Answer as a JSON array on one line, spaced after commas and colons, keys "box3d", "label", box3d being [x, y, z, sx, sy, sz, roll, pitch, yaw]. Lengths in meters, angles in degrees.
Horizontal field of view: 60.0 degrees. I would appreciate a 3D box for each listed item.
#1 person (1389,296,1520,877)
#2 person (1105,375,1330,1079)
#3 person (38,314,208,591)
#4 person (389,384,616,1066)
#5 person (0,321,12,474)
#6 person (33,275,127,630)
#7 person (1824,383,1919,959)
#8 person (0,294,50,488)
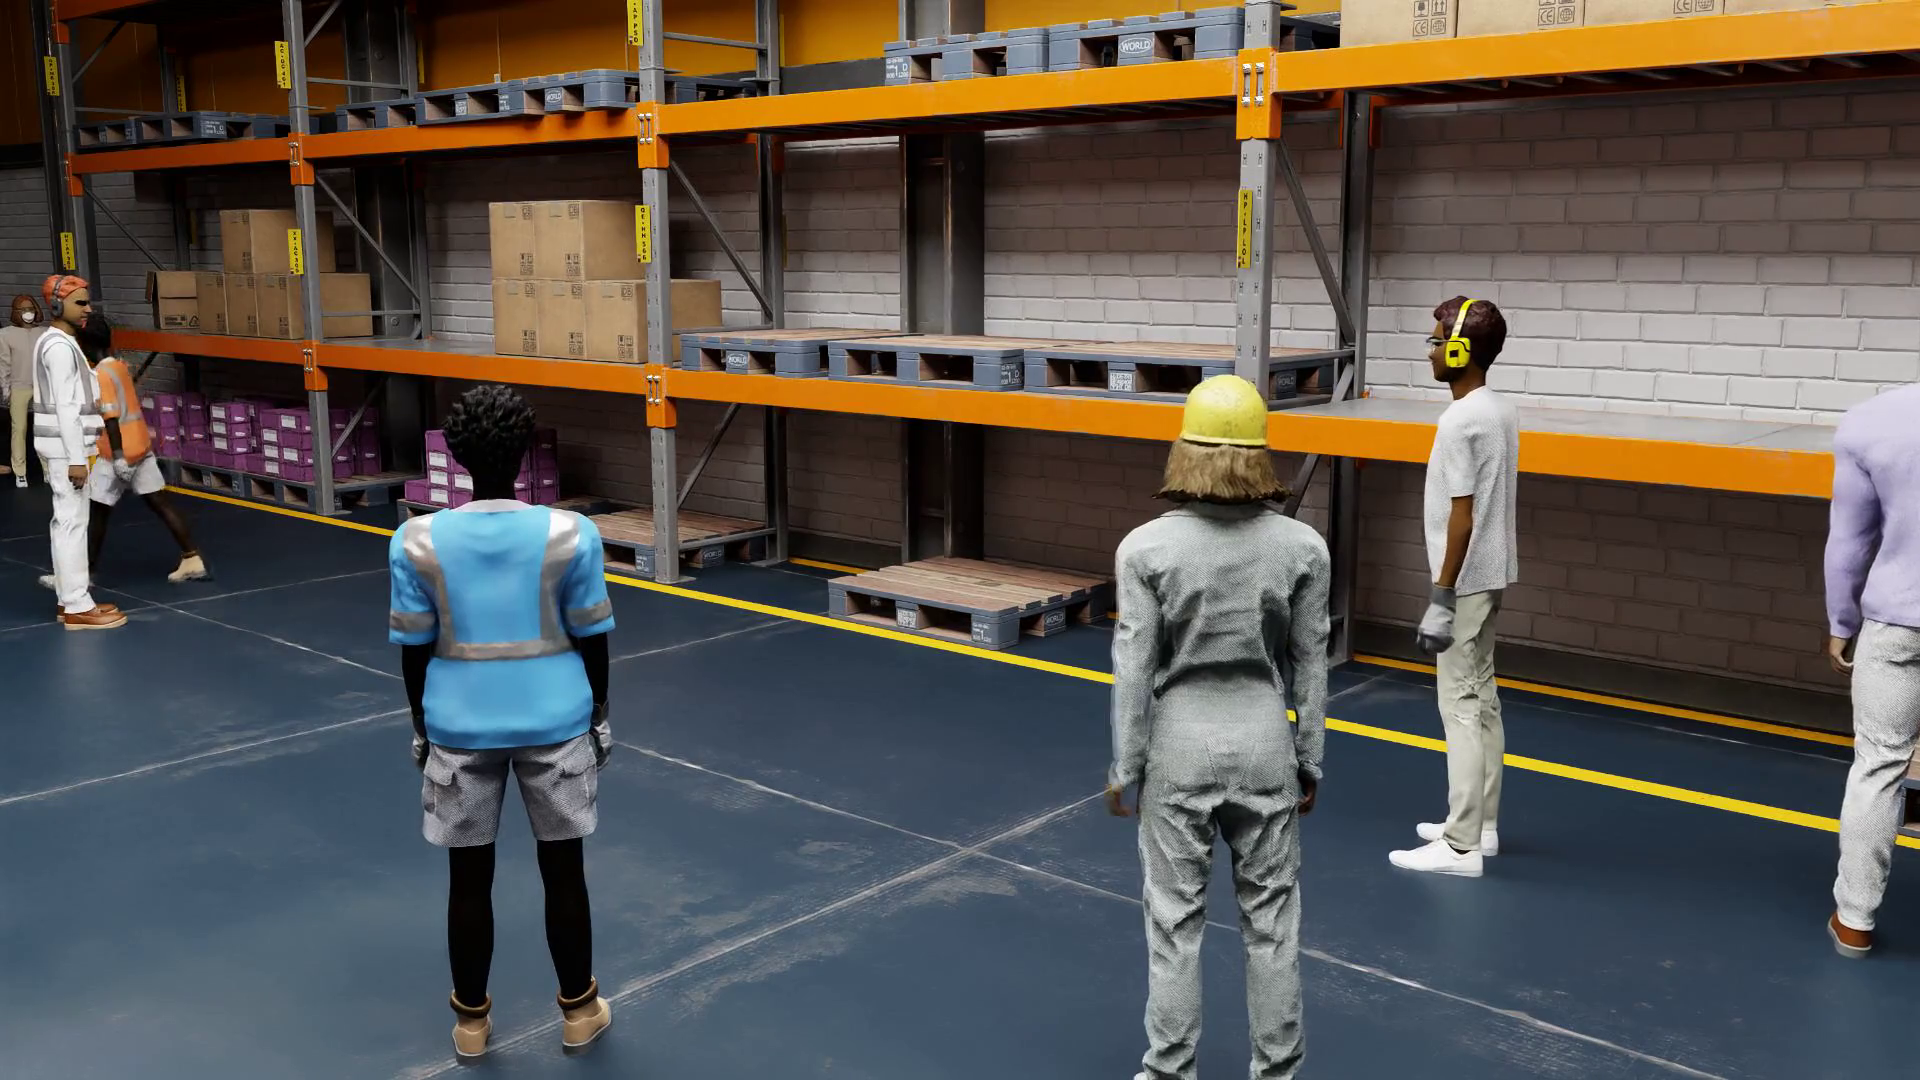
[{"box3d": [1.610, 0.157, 5.372, 0.336, 1.873, 0.521, 7, 12, 35], "label": "person"}, {"box3d": [0.575, 0.497, 3.808, 0.509, 1.742, 0.318, -1, 10, -3], "label": "person"}, {"box3d": [-4.973, -0.512, 9.837, 0.908, 1.636, 0.572, -2, 10, -11], "label": "person"}, {"box3d": [-1.113, 0.464, 4.113, 0.535, 1.699, 0.318, -2, 10, -9], "label": "person"}, {"box3d": [-8.673, -1.561, 14.671, 0.535, 2.000, 0.688, 0, 10, -2], "label": "person"}, {"box3d": [-4.740, -0.463, 8.883, 0.358, 1.876, 0.574, -6, 12, -30], "label": "person"}, {"box3d": [2.740, 0.257, 4.632, 0.627, 1.932, 0.354, 6, 12, 32], "label": "person"}, {"box3d": [-7.902, -1.269, 14.159, 0.282, 1.634, 0.498, 9, 13, 42], "label": "person"}]
